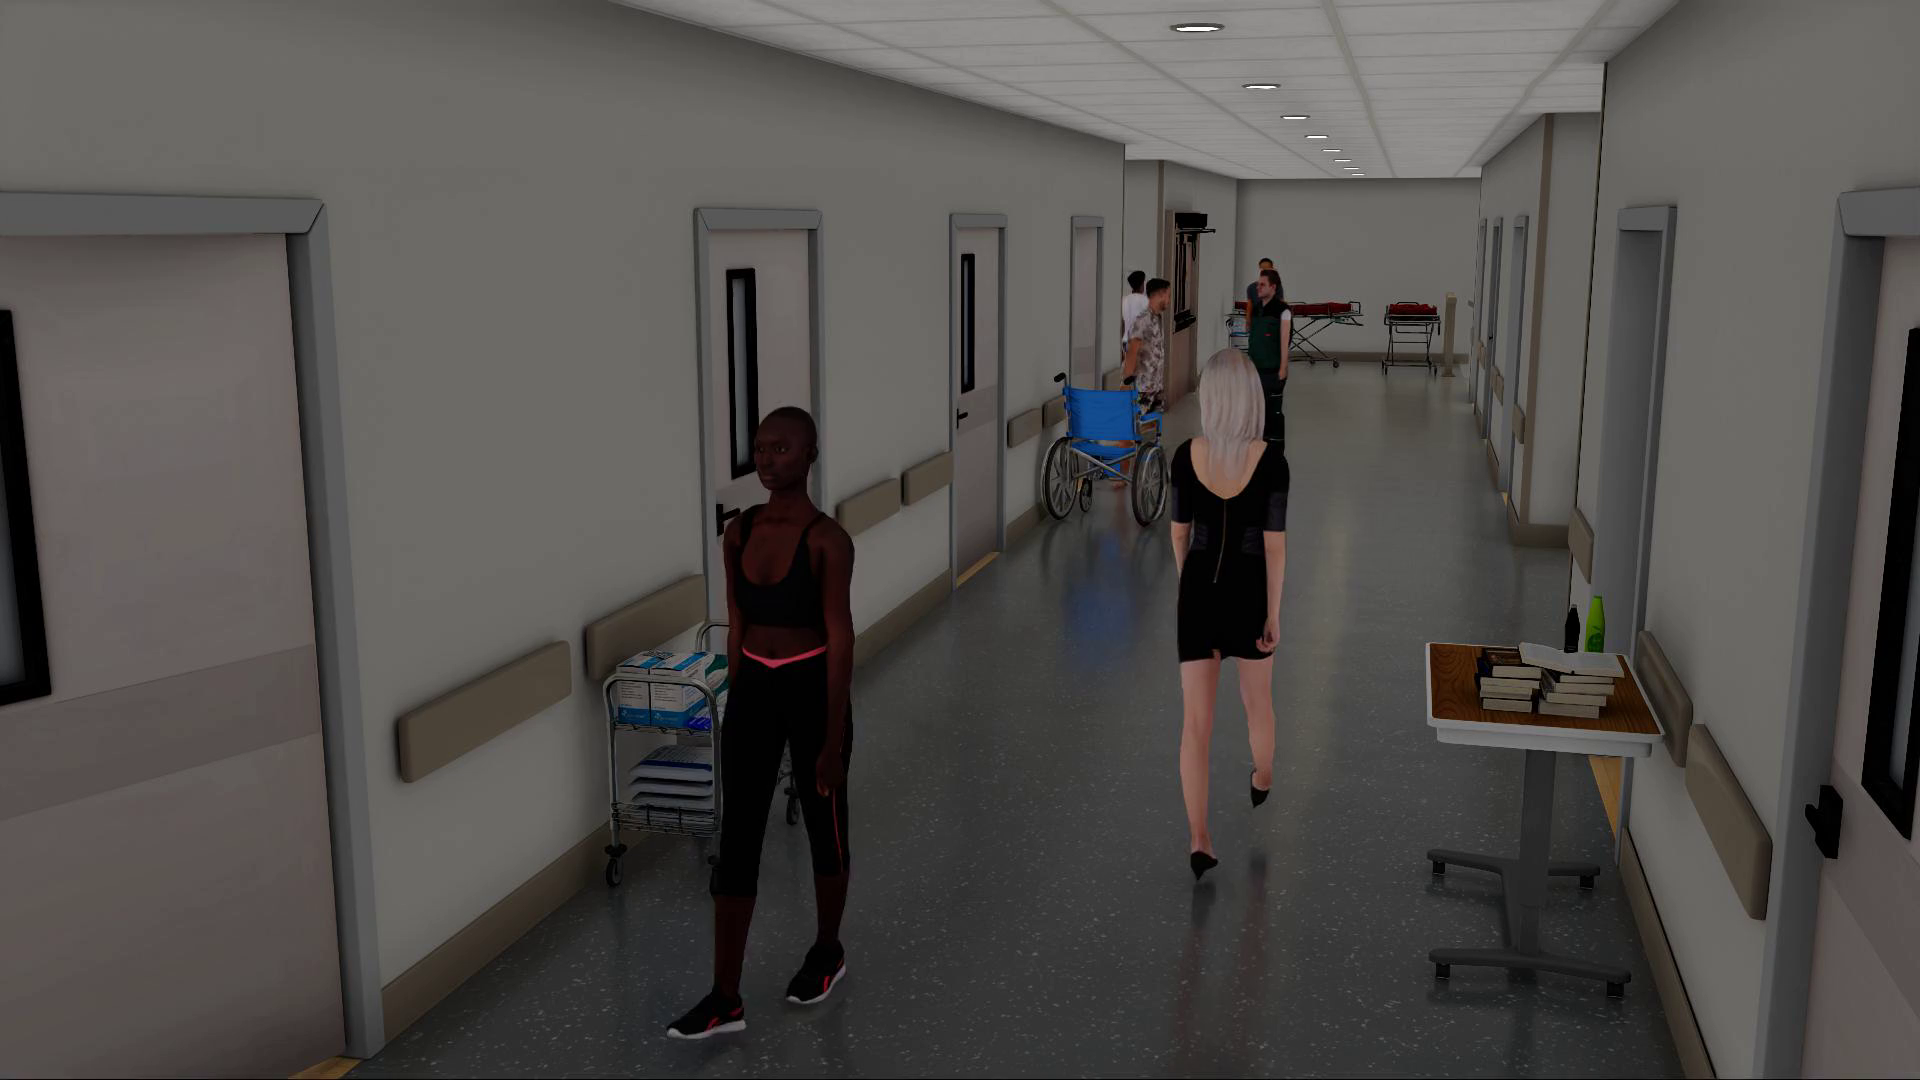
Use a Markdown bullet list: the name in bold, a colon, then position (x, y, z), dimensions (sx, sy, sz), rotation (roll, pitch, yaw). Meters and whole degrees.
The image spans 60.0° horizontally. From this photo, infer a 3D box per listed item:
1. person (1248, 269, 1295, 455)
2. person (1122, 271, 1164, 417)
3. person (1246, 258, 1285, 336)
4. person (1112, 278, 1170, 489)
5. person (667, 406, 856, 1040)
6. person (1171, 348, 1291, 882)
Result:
- **person**: position (2.869, -1.601, 15.512), dimensions (0.790, 1.840, 0.721), rotation (-5, 12, -26)
- **person**: position (1.955, -2.179, 18.993), dimensions (1.180, 1.682, 1.119), rotation (-6, 12, -28)
- **person**: position (4.061, -2.805, 22.070), dimensions (0.753, 1.764, 1.174), rotation (4, 11, 19)
- **person**: position (1.517, -1.356, 14.383), dimensions (0.955, 1.783, 0.628), rotation (9, 14, 40)
- **person**: position (-0.431, 0.489, 4.773), dimensions (0.694, 1.740, 1.010), rotation (4, 12, 22)
- **person**: position (0.879, 0.288, 5.707), dimensions (0.579, 1.788, 1.113), rotation (3, 11, 17)
